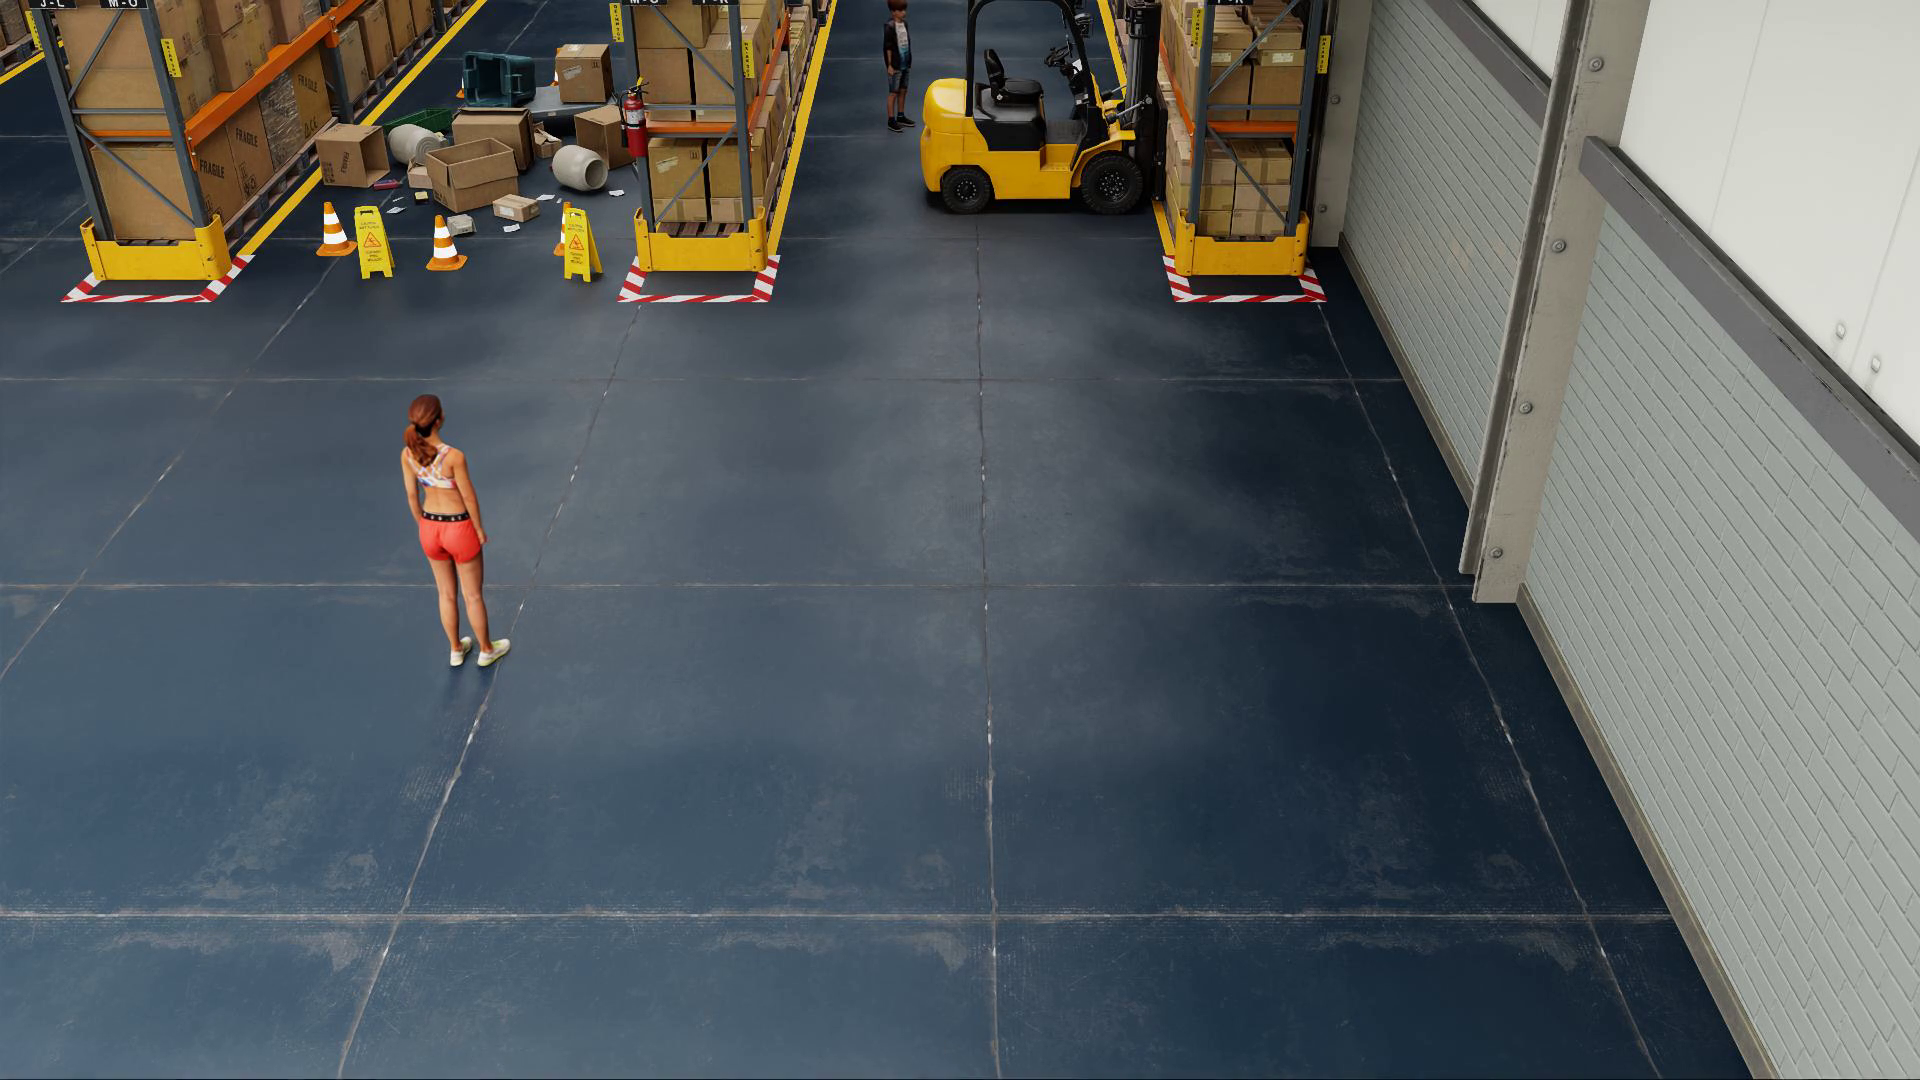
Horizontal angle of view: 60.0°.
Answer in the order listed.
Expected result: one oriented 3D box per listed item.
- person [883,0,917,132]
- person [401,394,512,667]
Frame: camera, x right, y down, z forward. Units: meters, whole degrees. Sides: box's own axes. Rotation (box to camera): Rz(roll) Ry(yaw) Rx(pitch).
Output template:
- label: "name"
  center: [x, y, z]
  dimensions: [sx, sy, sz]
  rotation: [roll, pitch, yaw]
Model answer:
- label: "person"
  center: [-0.680, -5.297, 18.446]
  dimensions: [0.685, 1.446, 0.600]
  rotation: [20, 37, 28]
- label: "person"
  center: [-3.005, -0.034, 9.780]
  dimensions: [0.626, 1.791, 0.622]
  rotation: [7, 33, 11]
